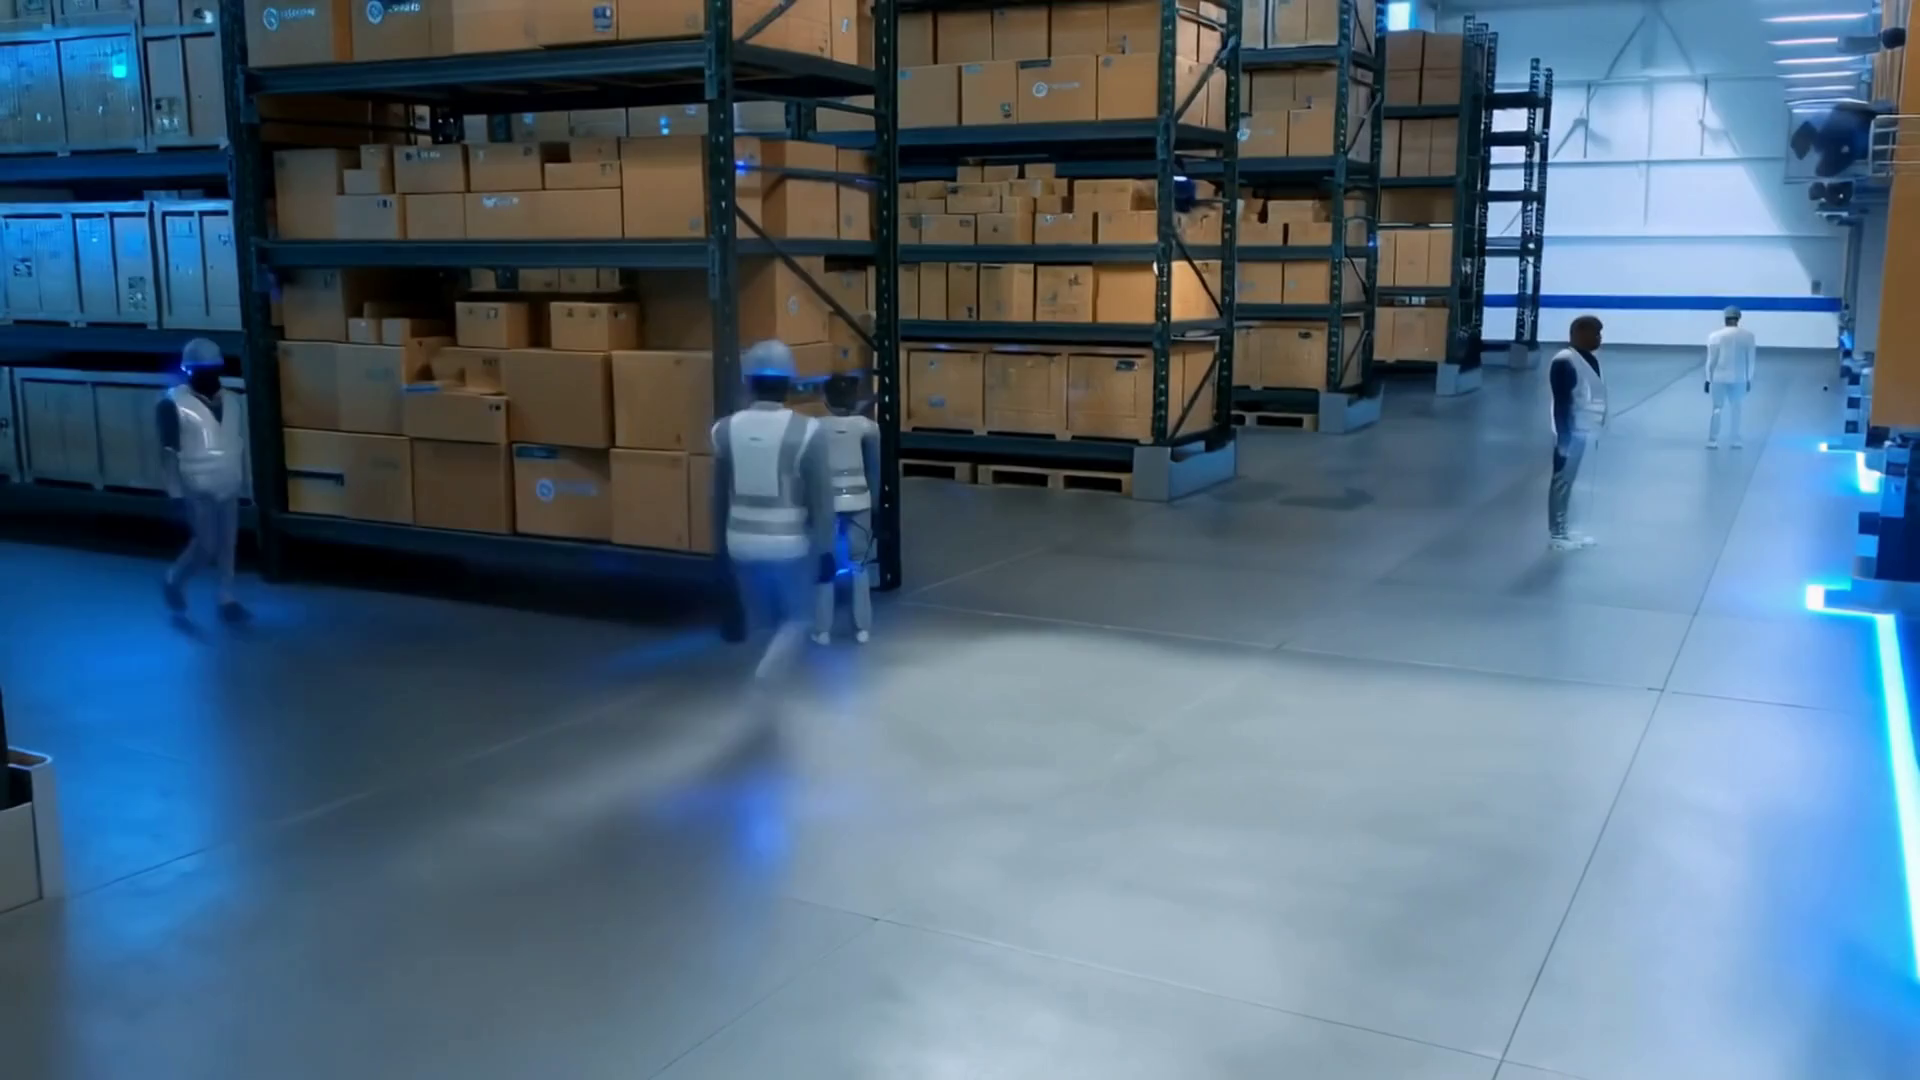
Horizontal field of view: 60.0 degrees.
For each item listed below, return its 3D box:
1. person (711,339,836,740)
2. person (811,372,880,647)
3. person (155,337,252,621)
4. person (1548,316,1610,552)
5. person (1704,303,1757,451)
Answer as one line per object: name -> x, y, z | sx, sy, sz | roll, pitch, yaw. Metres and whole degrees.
person -> -0.916, 0.018, 7.895 | 0.620, 1.931, 0.625 | 4, 11, 24
person -> -0.714, -0.175, 9.876 | 0.522, 1.633, 0.314 | -4, 10, -20
person -> -4.777, -0.374, 10.496 | 0.497, 1.818, 0.595 | 3, 10, 19
person -> 4.872, -0.837, 13.096 | 0.429, 1.845, 0.622 | 9, 13, 42
person -> 9.065, -1.917, 19.611 | 0.560, 1.748, 0.330 | 2, 10, 11
